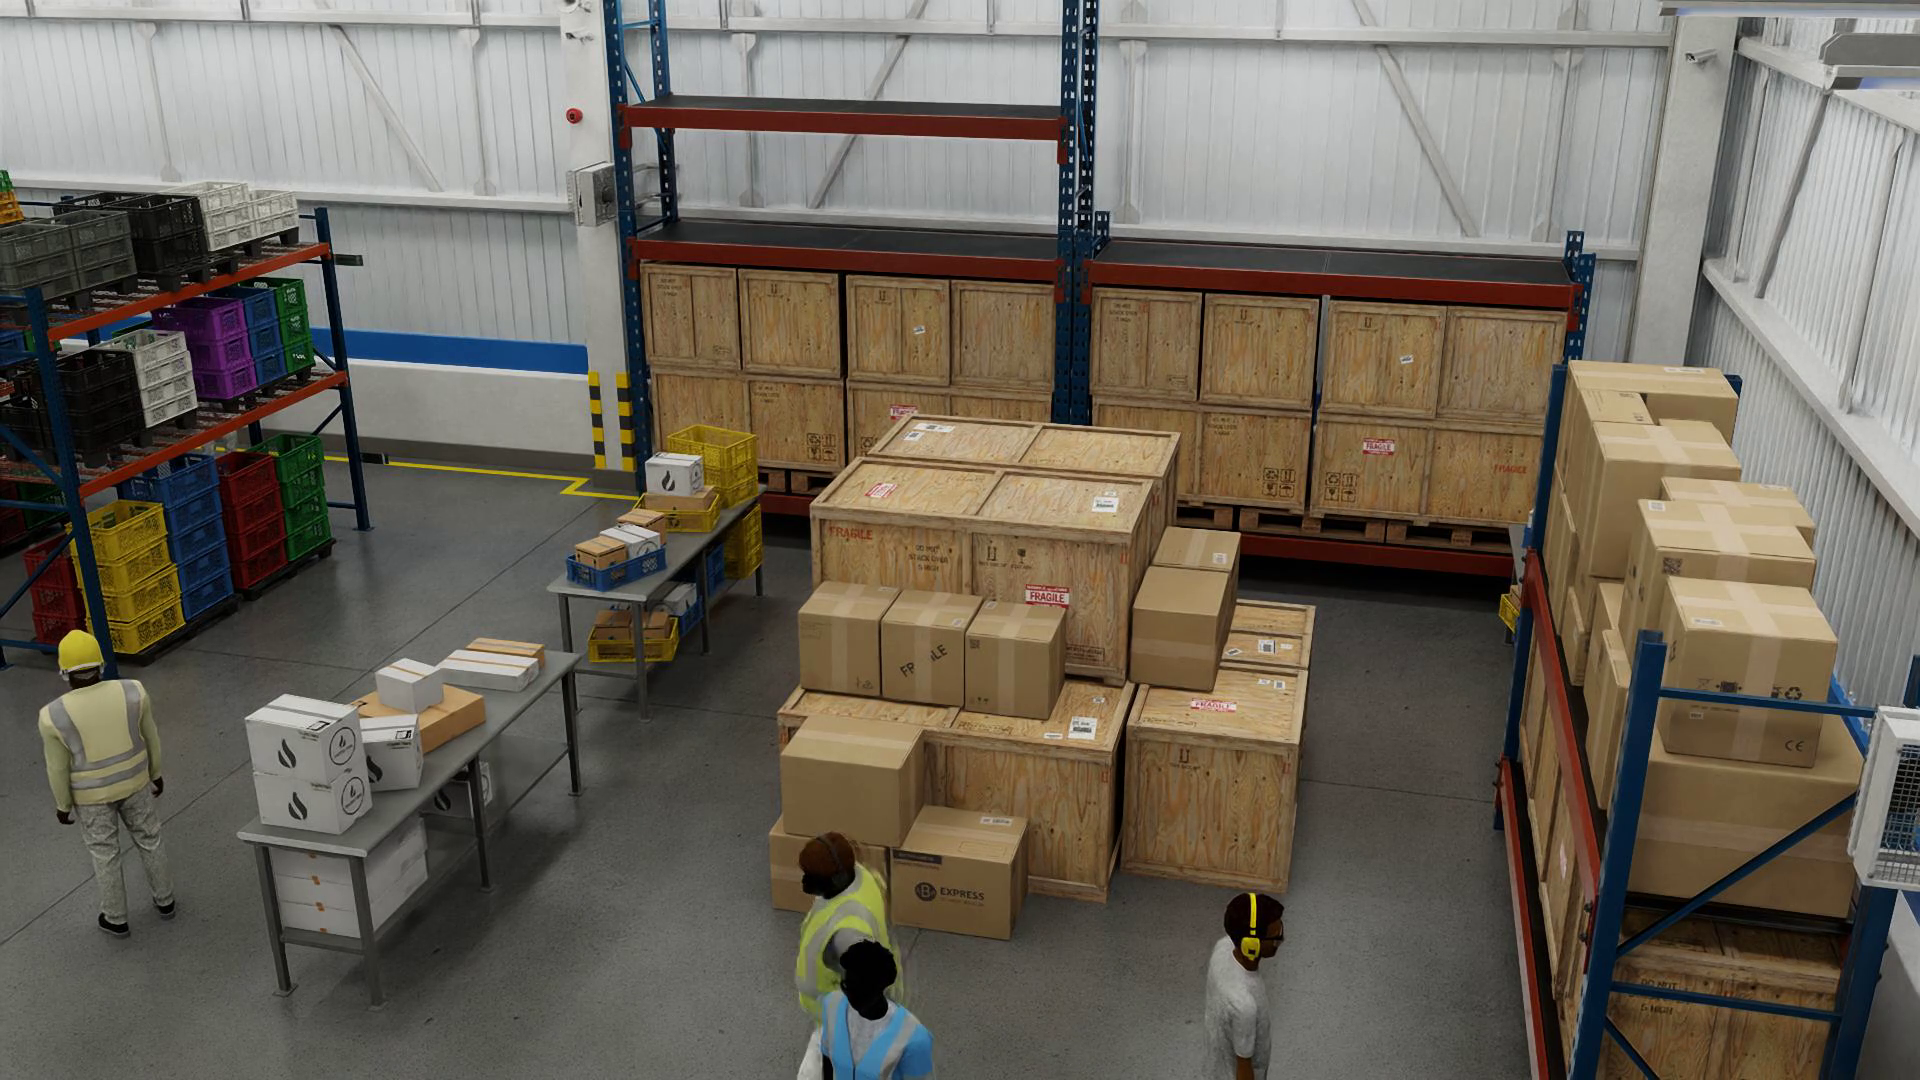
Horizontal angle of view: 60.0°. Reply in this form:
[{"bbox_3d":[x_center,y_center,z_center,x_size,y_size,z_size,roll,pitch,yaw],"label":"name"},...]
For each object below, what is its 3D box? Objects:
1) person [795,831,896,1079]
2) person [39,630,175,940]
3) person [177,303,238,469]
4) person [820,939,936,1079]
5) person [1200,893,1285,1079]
[{"bbox_3d":[-0.576,2.080,7.416,0.602,1.818,0.655,0,21,1],"label":"person"},{"bbox_3d":[-4.758,1.355,9.289,0.586,1.835,0.403,-19,28,-40],"label":"person"},{"bbox_3d":[-7.672,-1.590,16.848,0.370,1.940,0.627,14,25,31],"label":"person"},{"bbox_3d":[-0.352,2.372,6.818,0.540,1.695,0.317,13,24,30],"label":"person"},{"bbox_3d":[1.156,2.267,6.860,0.317,1.865,0.531,-1,21,-3],"label":"person"}]
